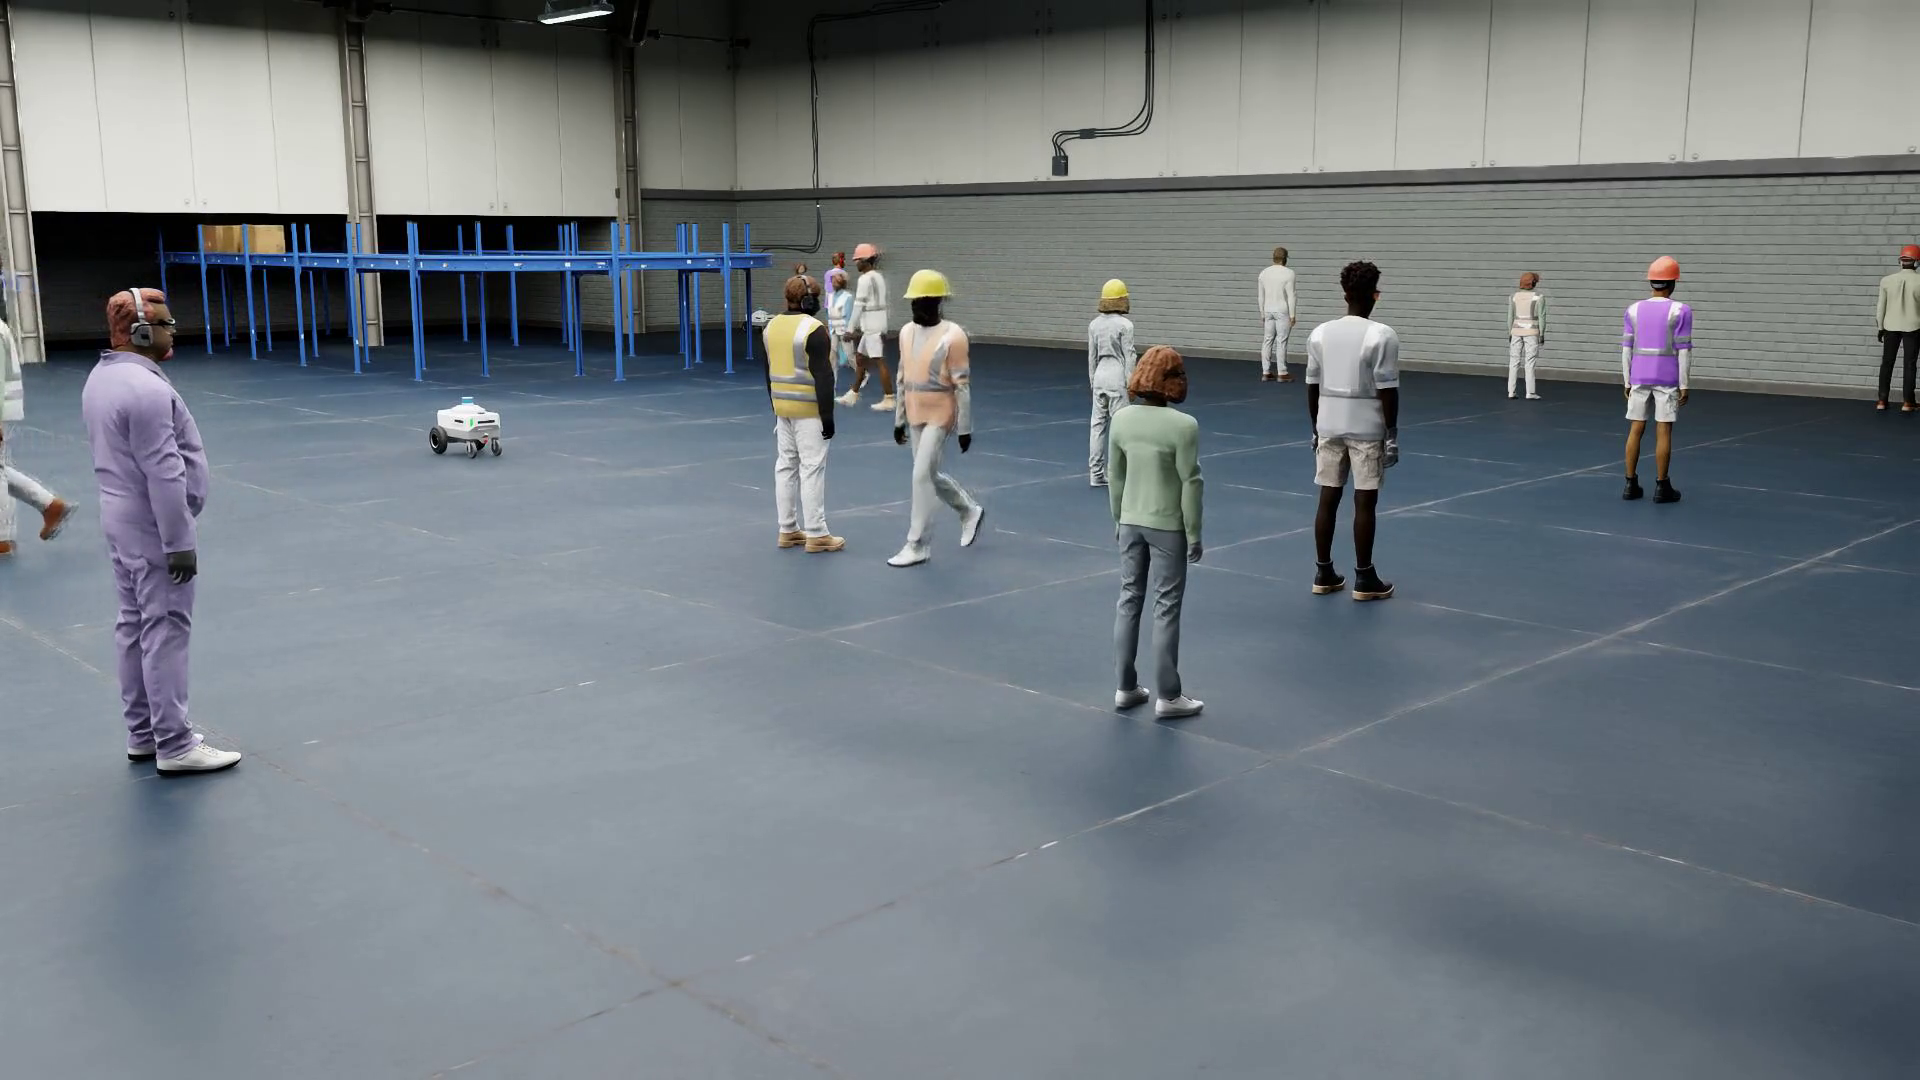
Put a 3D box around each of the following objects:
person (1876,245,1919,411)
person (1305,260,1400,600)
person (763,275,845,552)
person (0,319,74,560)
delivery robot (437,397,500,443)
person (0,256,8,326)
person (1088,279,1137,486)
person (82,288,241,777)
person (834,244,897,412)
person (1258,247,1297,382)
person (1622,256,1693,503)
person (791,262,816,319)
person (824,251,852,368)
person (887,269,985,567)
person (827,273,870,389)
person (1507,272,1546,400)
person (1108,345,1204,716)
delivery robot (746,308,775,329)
[{"bbox_3d":[11.474,-2.579,20.218,0.382,1.995,0.612,-10,14,-44],"label":"person"},{"bbox_3d":[2.304,-0.642,9.742,0.367,1.964,0.623,-10,14,-44],"label":"person"},{"bbox_3d":[-1.049,-0.854,11.231,0.429,1.844,0.625,-10,14,-44],"label":"person"},{"bbox_3d":[-6.290,-0.844,10.914,0.602,1.934,0.621,-6,12,-31],"label":"person"},{"bbox_3d":[-4.791,-1.150,16.215,0.477,0.478,0.707,-10,14,-44],"label":"delivery robot"},{"bbox_3d":[-12.801,-2.860,22.018,0.619,1.907,0.406,8,13,36],"label":"person"},{"bbox_3d":[1.292,-1.310,13.980,0.289,1.746,0.487,-10,14,-44],"label":"person"},{"bbox_3d":[-3.170,-0.034,6.580,0.407,1.908,0.641,-10,14,-44],"label":"person"},{"bbox_3d":[-1.199,-2.557,20.103,0.973,1.997,0.612,2,11,12],"label":"person"},{"bbox_3d":[4.627,-3.283,24.207,0.372,1.940,0.630,-10,14,-44],"label":"person"},{"bbox_3d":[5.573,-1.285,13.304,0.353,1.942,0.545,-10,14,-44],"label":"person"},{"bbox_3d":[-2.822,-4.156,29.799,0.548,1.625,0.371,-6,12,-29],"label":"person"},{"bbox_3d":[-1.952,-3.685,26.640,0.389,1.849,0.565,-10,14,-44],"label":"person"},{"bbox_3d":[-0.143,-0.817,10.880,0.865,1.901,0.591,-9,13,-39],"label":"person"},{"bbox_3d":[-1.574,-2.827,22.622,0.524,1.609,0.767,10,14,44],"label":"person"},{"bbox_3d":[7.306,-2.632,21.478,0.309,1.638,0.515,-10,14,-44],"label":"person"},{"bbox_3d":[0.870,-0.042,7.368,0.279,1.633,0.500,-10,14,-44],"label":"person"},{"bbox_3d":[-4.325,-4.798,36.109,0.477,0.478,0.707,-10,14,-44],"label":"delivery robot"}]
